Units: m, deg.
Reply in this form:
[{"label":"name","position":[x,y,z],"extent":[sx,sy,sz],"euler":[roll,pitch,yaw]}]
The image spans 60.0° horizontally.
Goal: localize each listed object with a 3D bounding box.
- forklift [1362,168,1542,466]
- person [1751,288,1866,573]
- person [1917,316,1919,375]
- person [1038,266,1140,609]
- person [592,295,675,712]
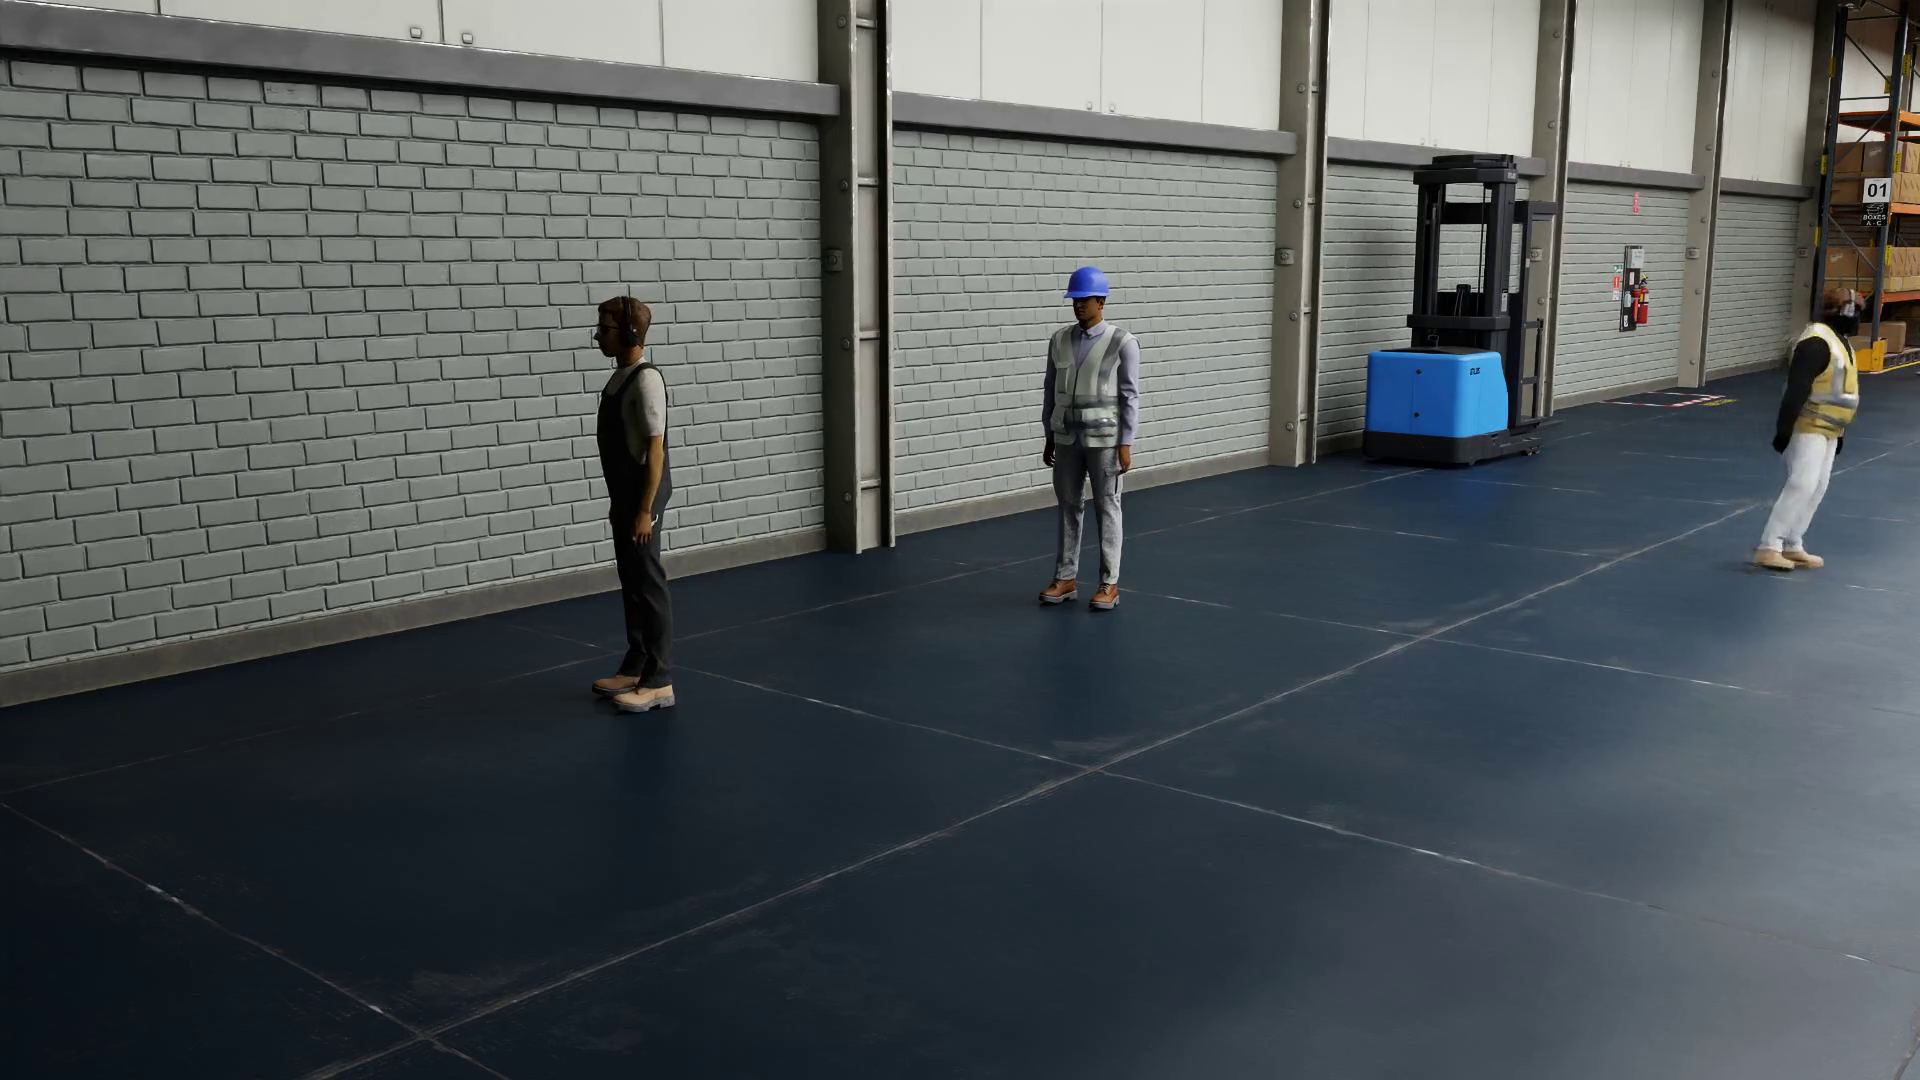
[{"label":"forklift","position":[4.875,-2.212,16.287],"extent":[1.129,2.768,1.873],"euler":[8,13,40]},{"label":"person","position":[5.466,-0.701,10.634],"extent":[0.465,1.803,0.679],"euler":[9,13,41]},{"label":"person","position":[15.829,-3.486,26.985],"extent":[0.508,1.629,0.314],"euler":[1,10,3]},{"label":"person","position":[0.735,-0.585,9.551],"extent":[0.602,1.948,0.387],"euler":[6,12,33]},{"label":"person","position":[-1.472,-0.165,7.459],"extent":[0.346,1.846,0.506],"euler":[-5,11,-27]}]
